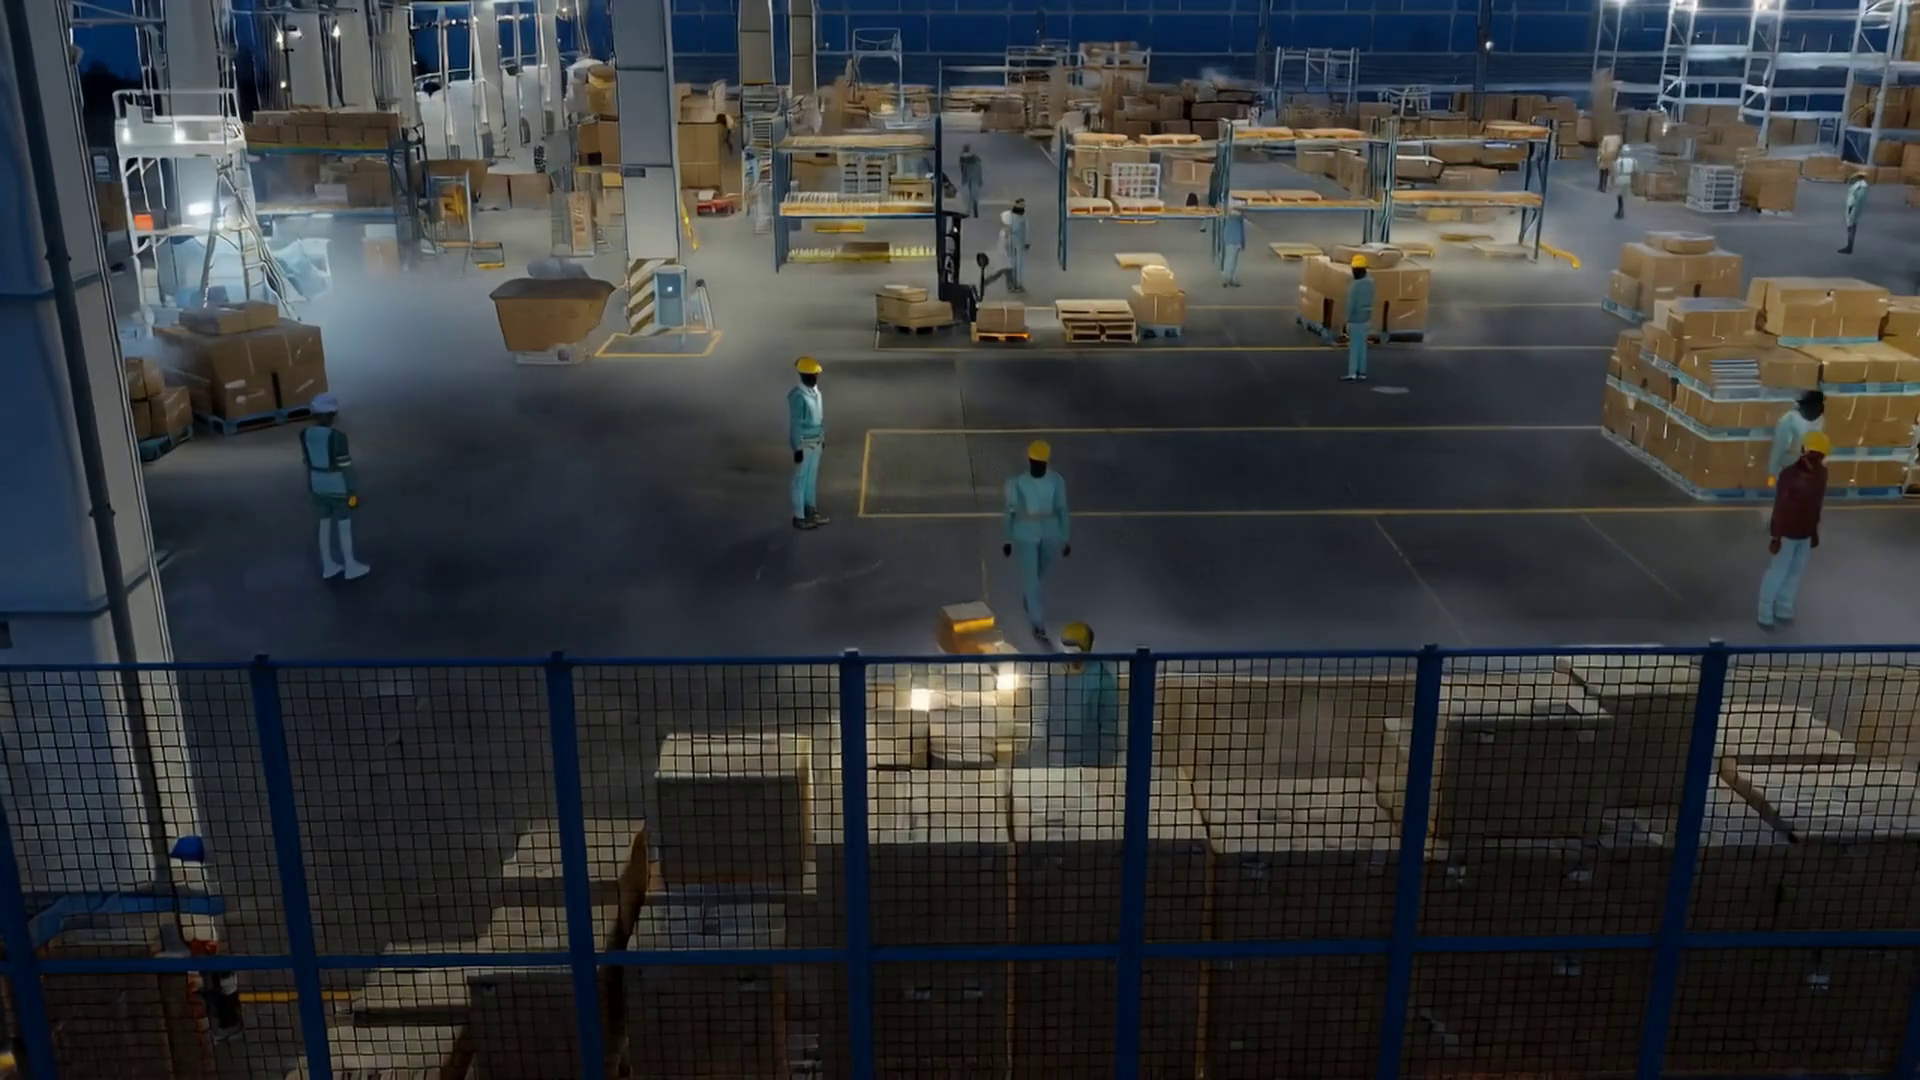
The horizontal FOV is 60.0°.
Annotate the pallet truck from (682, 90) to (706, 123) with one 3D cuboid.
[{"bbox_3d":[-9.671,-15.907,62.421,0.823,1.965,1.885,5,19,15],"label":"pallet truck"}]

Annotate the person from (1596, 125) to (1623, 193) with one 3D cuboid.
[{"bbox_3d":[18.663,-10.947,47.801,0.632,1.935,0.495,7,20,21],"label":"person"}]

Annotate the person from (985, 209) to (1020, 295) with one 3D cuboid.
[{"bbox_3d":[0.835,-5.579,32.256,0.594,1.681,0.543,5,19,14],"label":"person"}]

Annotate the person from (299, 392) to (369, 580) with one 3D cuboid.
[{"bbox_3d":[-6.397,-0.554,16.968,0.551,1.934,0.373,5,19,15],"label":"person"}]

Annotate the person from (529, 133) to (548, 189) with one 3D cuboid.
[{"bbox_3d":[-12.374,-11.136,48.841,0.537,1.617,0.565,-3,19,-8],"label":"person"}]

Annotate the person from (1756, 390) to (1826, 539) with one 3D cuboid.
[{"bbox_3d":[8.819,-0.733,17.676,0.643,1.817,0.608,-8,20,-23],"label":"person"}]

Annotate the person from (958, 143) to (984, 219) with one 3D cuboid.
[{"bbox_3d":[0.263,-9.209,42.693,0.764,1.893,0.873,7,20,20],"label":"person"}]

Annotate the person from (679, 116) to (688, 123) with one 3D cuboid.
[{"bbox_3d":[-8.406,-12.005,50.937,0.372,1.940,0.631,-5,19,-15],"label":"person"}]

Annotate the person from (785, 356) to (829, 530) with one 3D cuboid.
[{"bbox_3d":[-1.701,-1.097,18.560,0.389,1.949,0.602,8,20,22],"label":"person"}]

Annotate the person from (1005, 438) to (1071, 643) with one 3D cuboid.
[{"bbox_3d":[0.724,-0.065,15.614,0.603,1.882,0.979,-5,19,-13],"label":"person"}]

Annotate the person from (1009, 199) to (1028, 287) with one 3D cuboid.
[{"bbox_3d":[1.157,-5.939,33.256,0.484,1.736,0.308,-14,23,-36],"label":"person"}]

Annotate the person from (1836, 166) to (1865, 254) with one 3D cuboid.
[{"bbox_3d":[19.980,-7.391,37.246,0.361,1.940,0.543,14,23,37],"label":"person"}]

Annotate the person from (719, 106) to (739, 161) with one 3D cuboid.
[{"bbox_3d":[-7.967,-13.772,56.344,0.861,1.840,0.600,-4,19,-10],"label":"person"}]

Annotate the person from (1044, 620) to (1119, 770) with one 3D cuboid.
[{"bbox_3d":[0.775,1.443,11.042,0.372,1.940,0.630,-14,23,-35],"label":"person"}]

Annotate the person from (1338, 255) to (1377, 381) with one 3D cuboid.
[{"bbox_3d":[6.070,-3.387,25.386,0.585,1.928,0.368,-14,23,-35],"label":"person"}]

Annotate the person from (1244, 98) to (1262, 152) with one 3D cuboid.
[{"bbox_3d":[10.481,-14.895,59.636,0.602,1.866,0.981,7,20,20],"label":"person"}]

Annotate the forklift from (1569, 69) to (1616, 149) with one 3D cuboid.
[{"bbox_3d":[23.131,-15.583,60.100,1.129,2.768,1.873,-15,24,-37],"label":"forklift"}]

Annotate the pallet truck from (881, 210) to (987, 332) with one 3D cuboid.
[{"bbox_3d":[-0.493,-4.759,29.349,1.885,1.965,0.823,-13,23,-34],"label":"pallet truck"}]

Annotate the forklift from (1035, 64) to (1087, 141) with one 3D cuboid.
[{"bbox_3d":[3.847,-16.578,63.051,1.873,2.768,1.129,-1,19,-2],"label":"forklift"}]

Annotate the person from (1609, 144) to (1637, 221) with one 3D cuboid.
[{"bbox_3d":[16.884,-9.136,42.473,0.564,1.899,0.883,-2,19,-7],"label":"person"}]

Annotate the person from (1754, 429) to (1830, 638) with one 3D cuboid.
[{"bbox_3d":[7.778,-0.073,15.454,0.617,1.990,0.393,-9,21,-25],"label":"person"}]

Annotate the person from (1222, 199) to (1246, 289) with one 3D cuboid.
[{"bbox_3d":[5.468,-5.889,33.063,0.526,1.765,0.329,-12,22,-31],"label":"person"}]

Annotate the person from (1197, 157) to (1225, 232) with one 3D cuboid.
[{"bbox_3d":[6.178,-8.391,40.434,0.536,1.791,0.973,18,25,42],"label":"person"}]

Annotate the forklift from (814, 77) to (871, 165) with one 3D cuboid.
[{"bbox_3d":[-3.904,-13.911,55.138,1.873,2.768,1.129,-1,19,-1],"label":"forklift"}]

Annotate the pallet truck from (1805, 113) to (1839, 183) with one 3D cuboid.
[{"bbox_3d":[26.403,-11.957,50.702,0.823,1.965,1.885,6,19,16],"label":"pallet truck"}]
